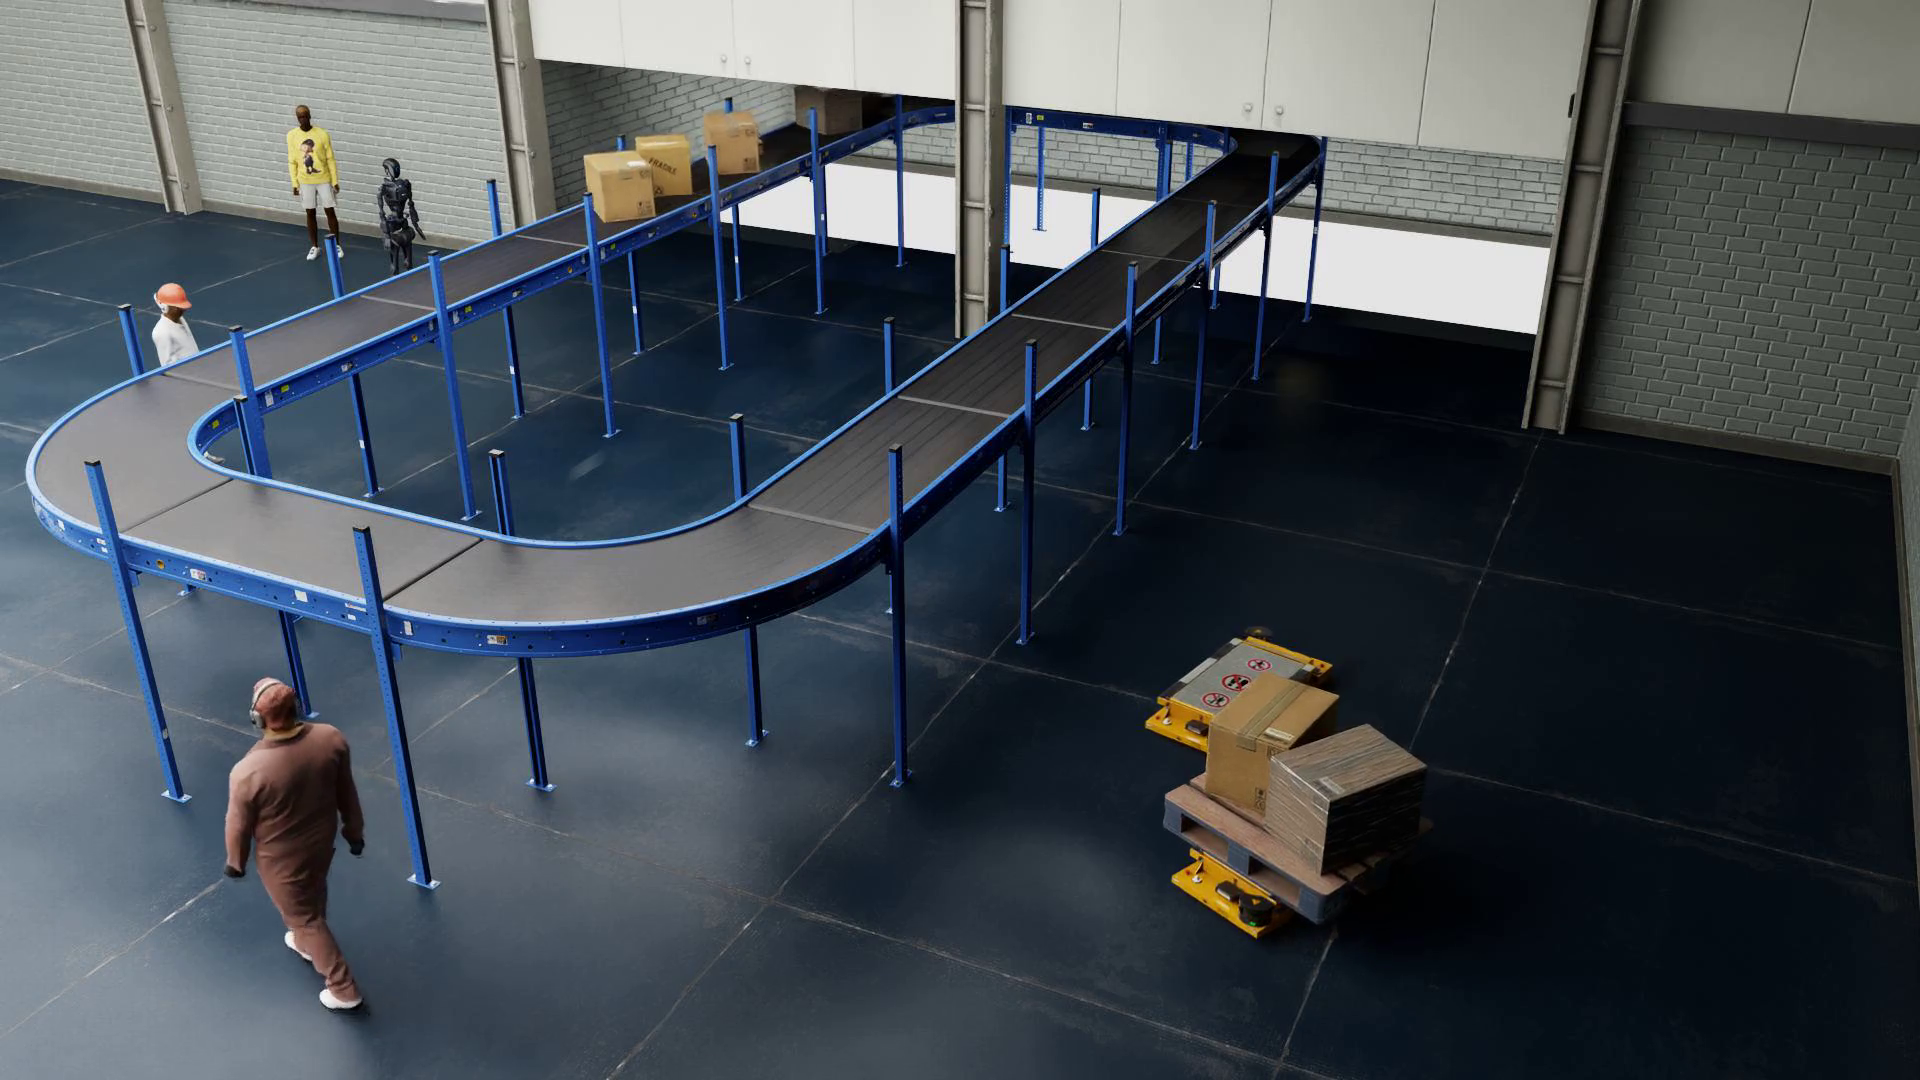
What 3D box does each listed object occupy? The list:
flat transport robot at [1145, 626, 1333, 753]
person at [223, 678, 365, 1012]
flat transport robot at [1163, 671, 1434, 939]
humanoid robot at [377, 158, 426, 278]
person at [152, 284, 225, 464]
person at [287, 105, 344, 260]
[{"bbox_3d":[1.930,1.036,11.389,0.659,0.231,1.431,19,32,34],"label":"flat transport robot"},{"bbox_3d":[-3.425,1.546,8.552,0.857,1.871,0.646,16,30,28],"label":"person"},{"bbox_3d":[1.971,1.826,9.797,1.431,0.231,0.659,-20,33,-35],"label":"flat transport robot"},{"bbox_3d":[-6.400,-3.539,19.008,0.315,1.657,0.599,12,29,23],"label":"humanoid robot"},{"bbox_3d":[-6.814,-1.412,14.661,0.336,1.741,0.562,-4,27,-7],"label":"person"},{"bbox_3d":[-7.968,-4.421,20.552,0.557,1.898,0.362,-6,27,-11],"label":"person"}]
